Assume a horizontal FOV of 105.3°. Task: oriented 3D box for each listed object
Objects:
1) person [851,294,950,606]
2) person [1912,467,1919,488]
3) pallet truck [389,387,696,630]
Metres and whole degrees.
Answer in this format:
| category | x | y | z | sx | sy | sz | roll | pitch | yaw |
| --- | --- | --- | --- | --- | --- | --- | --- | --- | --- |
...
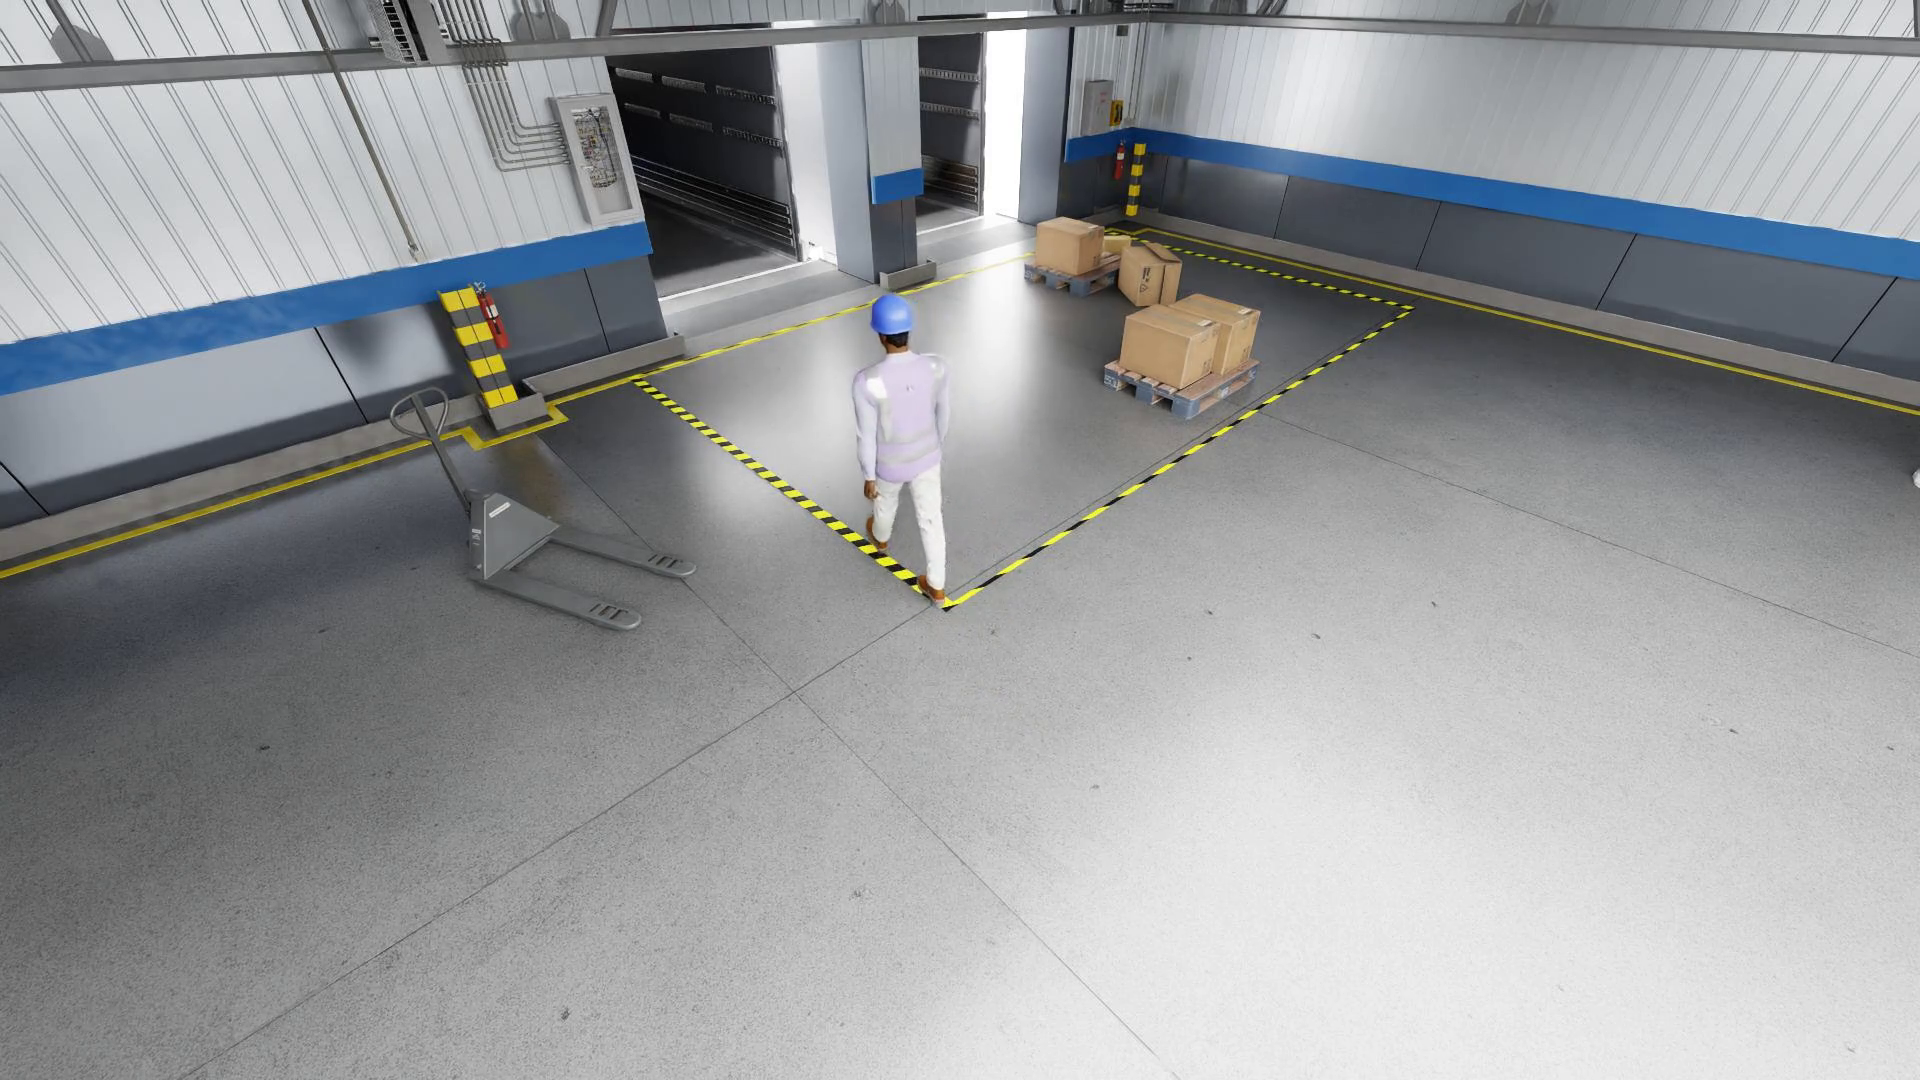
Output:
| category | x | y | z | sx | sy | sz | roll | pitch | yaw |
| --- | --- | --- | --- | --- | --- | --- | --- | --- | --- |
| person | -0.362 | -0.563 | 4.459 | 0.642 | 1.889 | 0.983 | -17 | 41 | -21 |
| person | 7.823 | -1.097 | 5.279 | 0.486 | 1.743 | 0.310 | 15 | 40 | 18 |
| pallet truck | -2.613 | -0.247 | 4.593 | 1.601 | 1.201 | 0.680 | 14 | 40 | 17 |
